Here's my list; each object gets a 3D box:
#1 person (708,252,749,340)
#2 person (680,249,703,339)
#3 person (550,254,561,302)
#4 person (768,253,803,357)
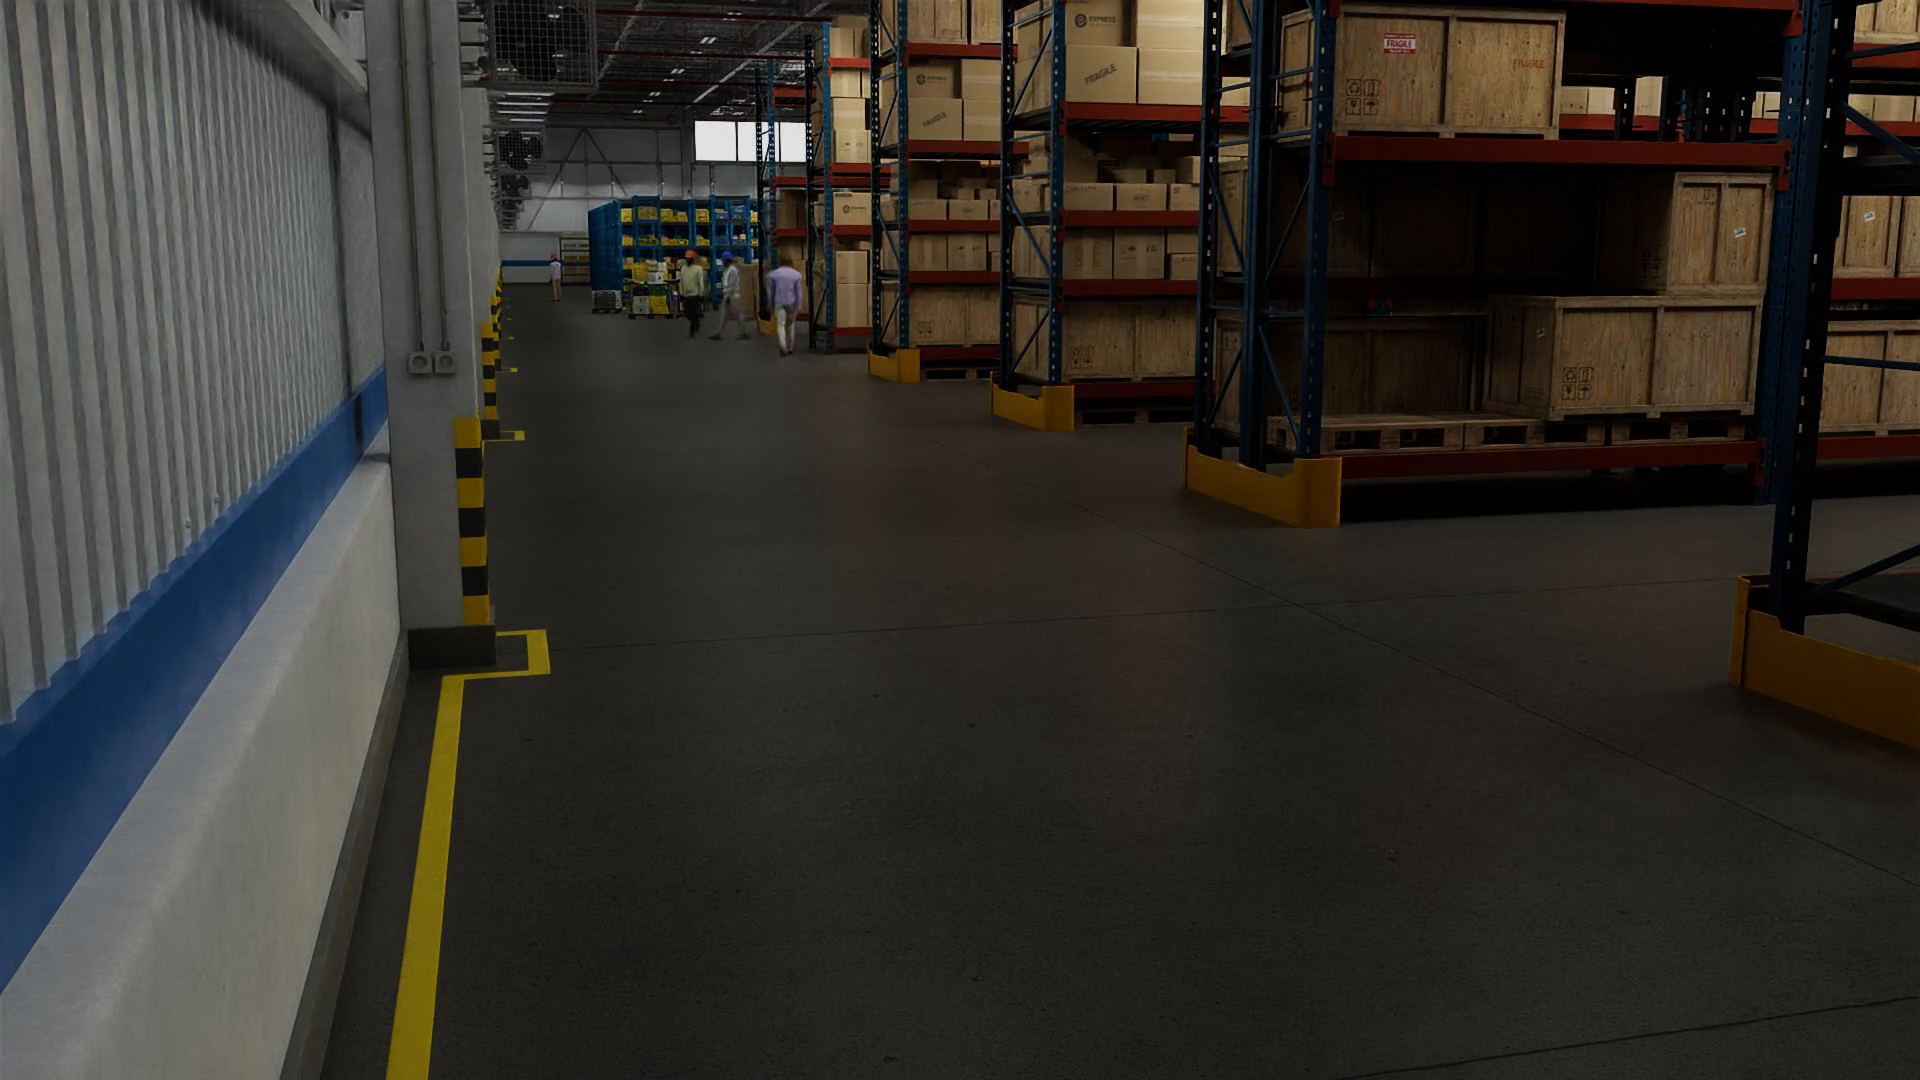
[{"bbox_3d":[-4.976,-5.254,35.864,0.883,1.909,0.608,-7,12,-34],"label":"person"},{"bbox_3d":[-5.885,-5.405,36.540,0.640,1.971,0.582,6,12,31],"label":"person"},{"bbox_3d":[-14.784,-9.565,60.723,0.324,1.752,0.561,5,11,26],"label":"person"},{"bbox_3d":[-3.226,-4.344,30.760,0.638,1.908,0.947,-1,10,-7],"label":"person"}]
